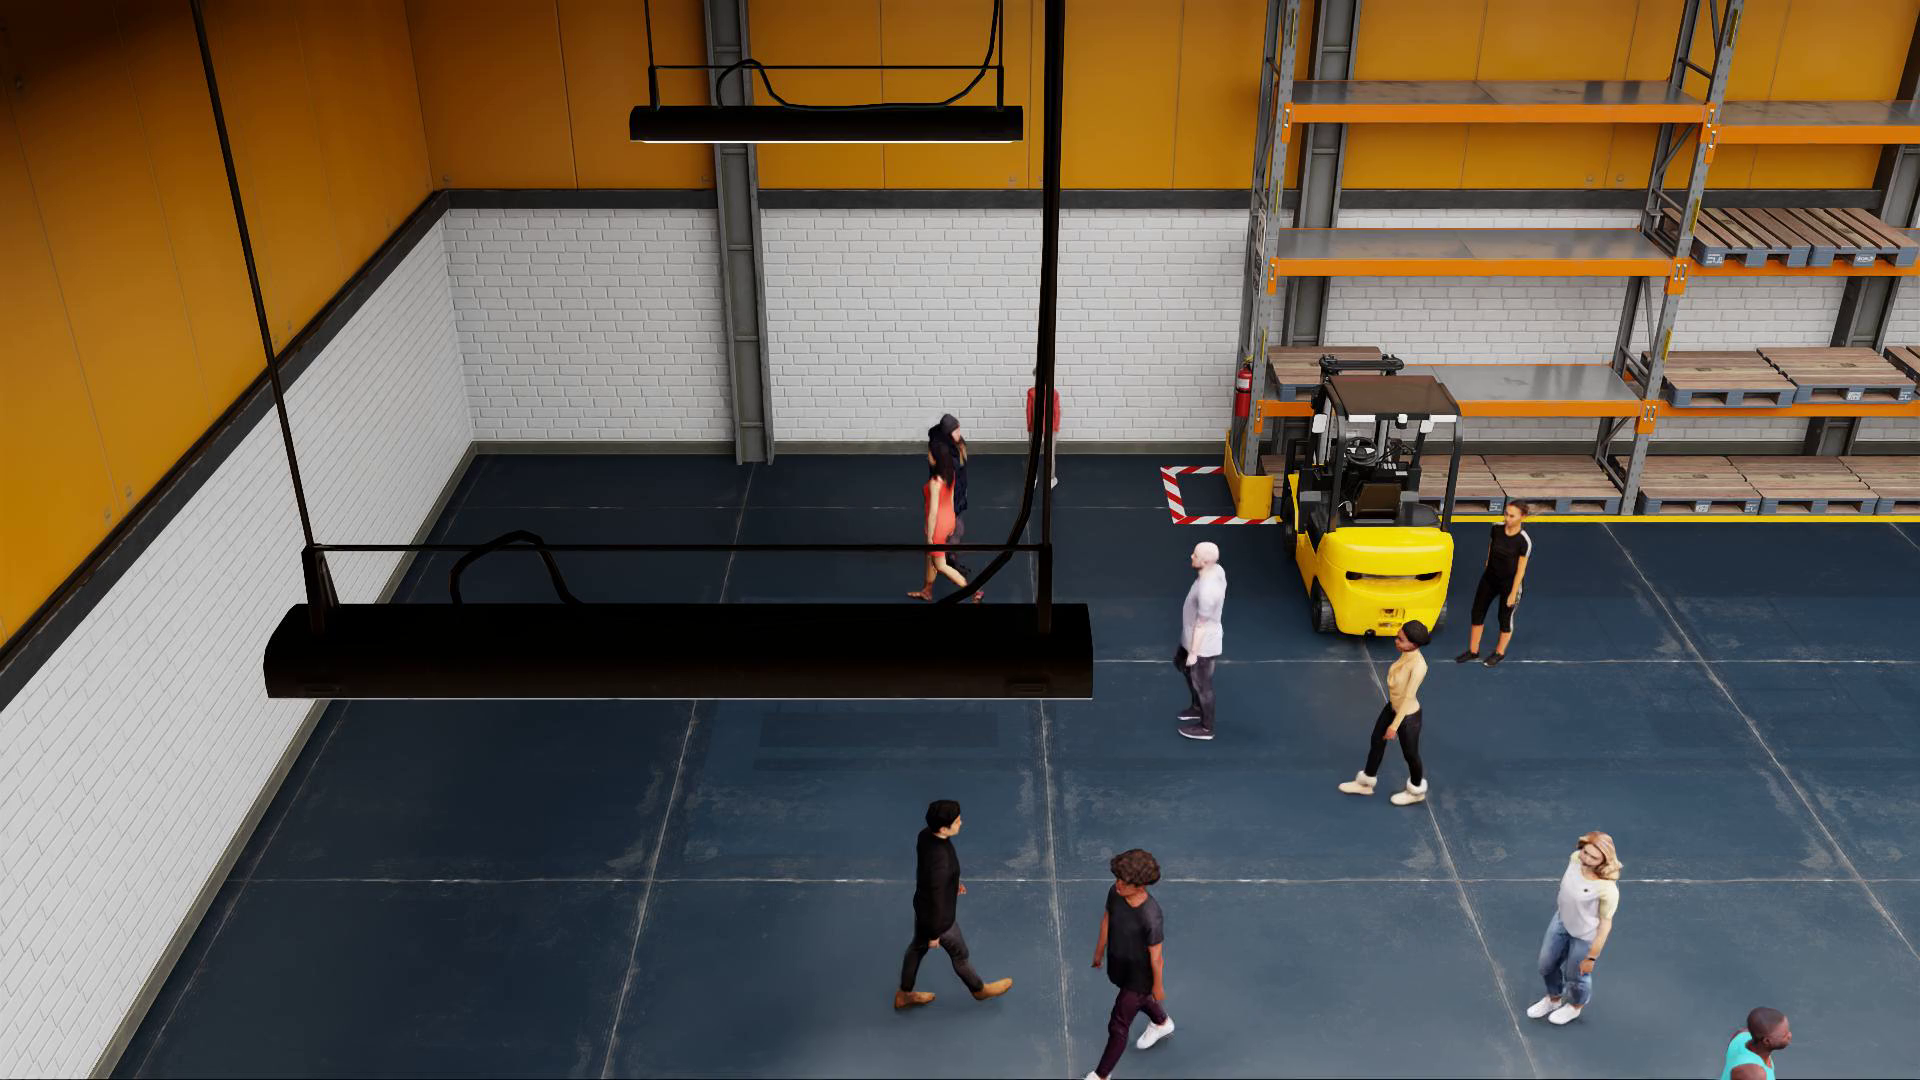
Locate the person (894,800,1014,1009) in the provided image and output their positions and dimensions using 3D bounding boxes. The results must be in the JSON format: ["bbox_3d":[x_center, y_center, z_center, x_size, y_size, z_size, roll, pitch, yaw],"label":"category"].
[{"bbox_3d":[-0.227,2.404,10.822,1.103,1.688,0.836,-8,30,-15],"label":"person"}]

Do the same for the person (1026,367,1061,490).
[{"bbox_3d":[0.881,-1.214,17.738,0.471,1.418,0.615,6,29,12],"label":"person"}]

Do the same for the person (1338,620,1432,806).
[{"bbox_3d":[3.505,1.345,12.817,0.928,1.637,0.660,-4,29,-7],"label":"person"}]

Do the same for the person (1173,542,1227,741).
[{"bbox_3d":[2.069,0.832,13.563,0.729,1.822,0.762,7,29,13],"label":"person"}]

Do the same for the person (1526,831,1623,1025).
[{"bbox_3d":[4.011,2.494,10.661,0.756,1.684,0.752,-3,29,-6],"label":"person"}]

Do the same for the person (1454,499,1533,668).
[{"bbox_3d":[4.823,0.353,14.616,0.845,1.655,0.772,-18,33,-30],"label":"person"}]

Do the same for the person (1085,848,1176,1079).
[{"bbox_3d":[1.132,2.621,10.359,1.225,1.751,1.028,-16,32,-27],"label":"person"}]

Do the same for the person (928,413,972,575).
[{"bbox_3d":[-0.198,-0.452,16.082,0.789,1.665,0.765,8,30,15],"label":"person"}]

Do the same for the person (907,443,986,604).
[{"bbox_3d":[-0.113,-0.091,15.389,1.126,1.695,0.860,11,31,20],"label":"person"}]

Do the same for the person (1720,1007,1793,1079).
[{"bbox_3d":[4.149,3.245,9.175,0.998,1.789,0.836,11,30,19],"label":"person"}]
